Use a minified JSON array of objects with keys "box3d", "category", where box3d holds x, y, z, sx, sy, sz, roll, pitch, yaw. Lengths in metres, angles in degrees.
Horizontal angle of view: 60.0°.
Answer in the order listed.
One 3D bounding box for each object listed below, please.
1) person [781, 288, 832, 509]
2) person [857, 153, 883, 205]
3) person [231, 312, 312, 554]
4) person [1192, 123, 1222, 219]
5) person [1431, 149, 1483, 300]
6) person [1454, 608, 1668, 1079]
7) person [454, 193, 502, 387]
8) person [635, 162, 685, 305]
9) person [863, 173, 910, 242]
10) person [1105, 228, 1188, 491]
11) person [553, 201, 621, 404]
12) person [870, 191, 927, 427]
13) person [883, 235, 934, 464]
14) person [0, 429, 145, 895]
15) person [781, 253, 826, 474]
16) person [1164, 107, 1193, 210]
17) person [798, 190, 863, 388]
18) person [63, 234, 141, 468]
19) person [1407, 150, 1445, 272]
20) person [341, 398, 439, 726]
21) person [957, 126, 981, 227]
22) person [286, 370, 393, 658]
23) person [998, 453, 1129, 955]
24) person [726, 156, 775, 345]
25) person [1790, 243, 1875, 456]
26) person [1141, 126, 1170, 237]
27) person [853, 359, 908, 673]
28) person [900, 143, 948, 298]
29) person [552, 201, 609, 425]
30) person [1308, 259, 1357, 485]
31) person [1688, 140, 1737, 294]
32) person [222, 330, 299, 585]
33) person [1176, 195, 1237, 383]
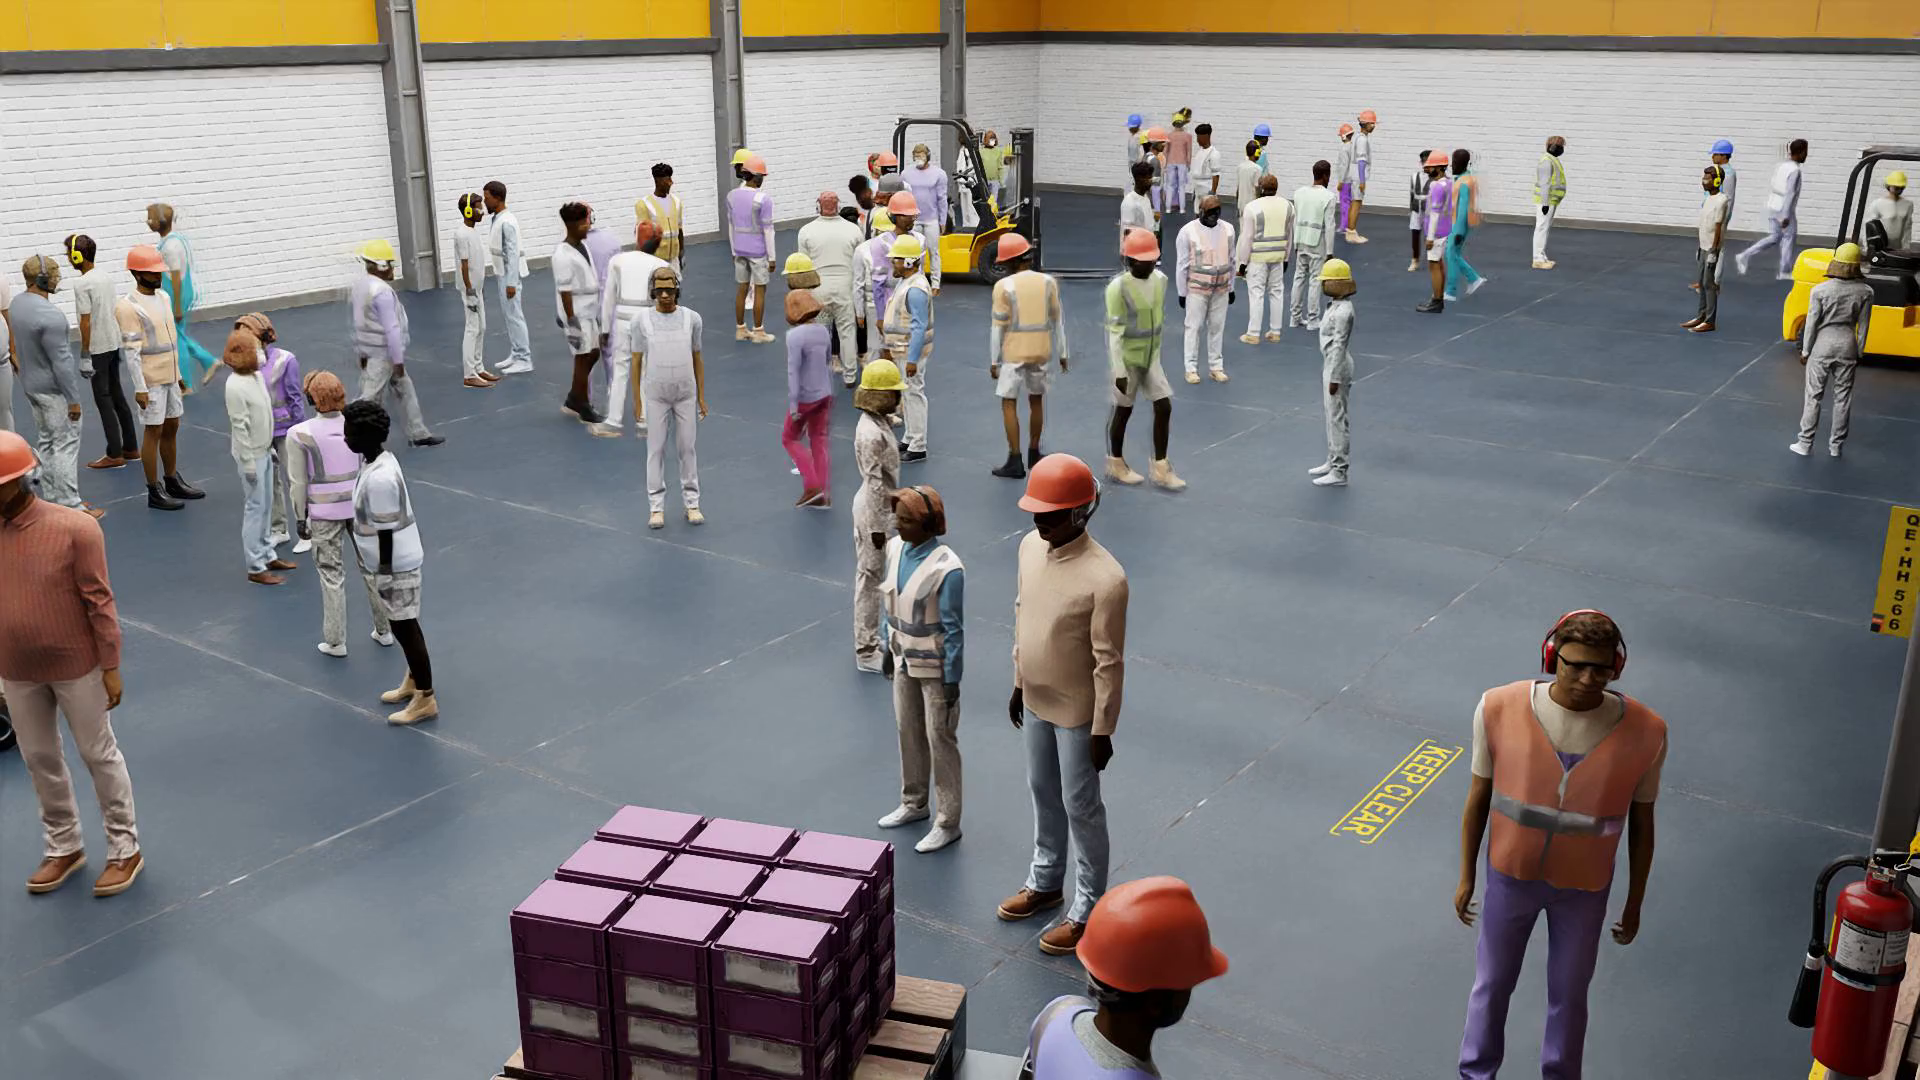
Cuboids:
[{"box3d":[-1.104,-1.019,12.127,0.380,1.605,0.530,11,21,31],"category":"person"},{"box3d":[-1.061,-3.867,20.665,0.392,1.847,0.563,14,22,37],"category":"person"},{"box3d":[-4.614,-0.722,11.180,0.528,1.630,0.313,4,18,13],"category":"person"},{"box3d":[3.569,-5.098,24.335,0.387,1.958,0.600,-6,19,-18],"category":"person"},{"box3d":[6.256,-3.921,20.748,0.499,1.898,0.629,5,18,15],"category":"person"},{"box3d":[1.866,1.068,5.252,0.568,1.841,0.401,5,19,16],"category":"person"},{"box3d":[-4.704,-2.416,16.113,0.322,1.861,0.514,0,18,-1],"category":"person"},{"box3d":[-3.252,-3.139,18.214,0.380,1.958,0.604,16,24,42],"category":"person"},{"box3d":[-0.649,-2.564,16.277,0.536,2.000,0.688,-7,19,-21],"category":"person"},{"box3d":[1.399,-1.328,12.465,0.641,2.004,0.846,-14,23,-38],"category":"person"},{"box3d":[-3.362,-2.109,15.082,0.636,1.902,0.406,-10,20,-29],"category":"person"},{"box3d":[-0.500,-2.028,14.596,0.608,2.044,0.392,-17,24,-42],"category":"person"},{"box3d":[-0.417,-1.535,13.393,0.404,1.832,0.597,-3,18,-9],"category":"person"},{"box3d":[-3.727,0.506,6.774,0.626,1.982,0.403,0,18,0],"category":"person"},{"box3d":[-1.224,-1.390,13.110,0.325,1.730,0.490,-1,18,-4],"category":"person"},{"box3d":[3.938,-6.891,30.134,0.506,1.845,0.556,-6,19,-19],"category":"person"},{"box3d":[-1.243,-2.397,15.994,0.649,1.900,0.397,-4,18,-13],"category":"person"},{"box3d":[-6.851,-1.497,13.245,0.337,1.857,0.524,0,18,1],"category":"person"},{"box3d":[6.519,-4.588,23.184,0.538,1.687,0.499,17,24,42],"category":"person"},{"box3d":[-2.915,0.105,8.503,0.322,1.689,0.536,-7,19,-21],"category":"person"},{"box3d":[0.129,-5.229,24.866,0.356,1.883,0.575,-8,19,-24],"category":"person"},{"box3d":[-3.492,-0.146,9.381,0.513,1.630,0.318,-14,22,-37],"category":"person"},{"box3d":[0.387,0.624,6.401,0.398,1.988,0.615,-11,21,-31],"category":"person"},{"box3d":[-2.244,-3.151,18.137,0.613,2.029,0.409,12,21,32],"category":"person"},{"box3d":[7.123,-1.549,13.583,0.487,1.744,0.297,3,18,10],"category":"person"},{"box3d":[2.607,-4.517,22.381,0.380,2.041,0.616,-3,18,-8],"category":"person"},{"box3d":[-0.439,-0.138,9.168,0.322,1.743,0.489,0,18,0],"category":"person"},{"box3d":[-0.468,-4.048,21.108,0.635,1.929,0.385,5,18,15],"category":"person"},{"box3d":[-3.321,-1.993,14.624,0.445,1.967,0.651,2,18,6],"category":"person"},{"box3d":[2.867,-1.292,12.798,0.330,1.735,0.481,2,18,7],"category":"person"},{"box3d":[9.721,-4.153,21.397,0.394,1.945,0.618,2,18,7],"category":"person"},{"box3d":[-4.468,-0.525,10.586,0.278,1.628,0.526,-2,18,-6],"category":"person"},{"box3d":[2.415,-2.449,16.259,0.636,1.834,0.429,-6,19,-19],"category":"person"}]
